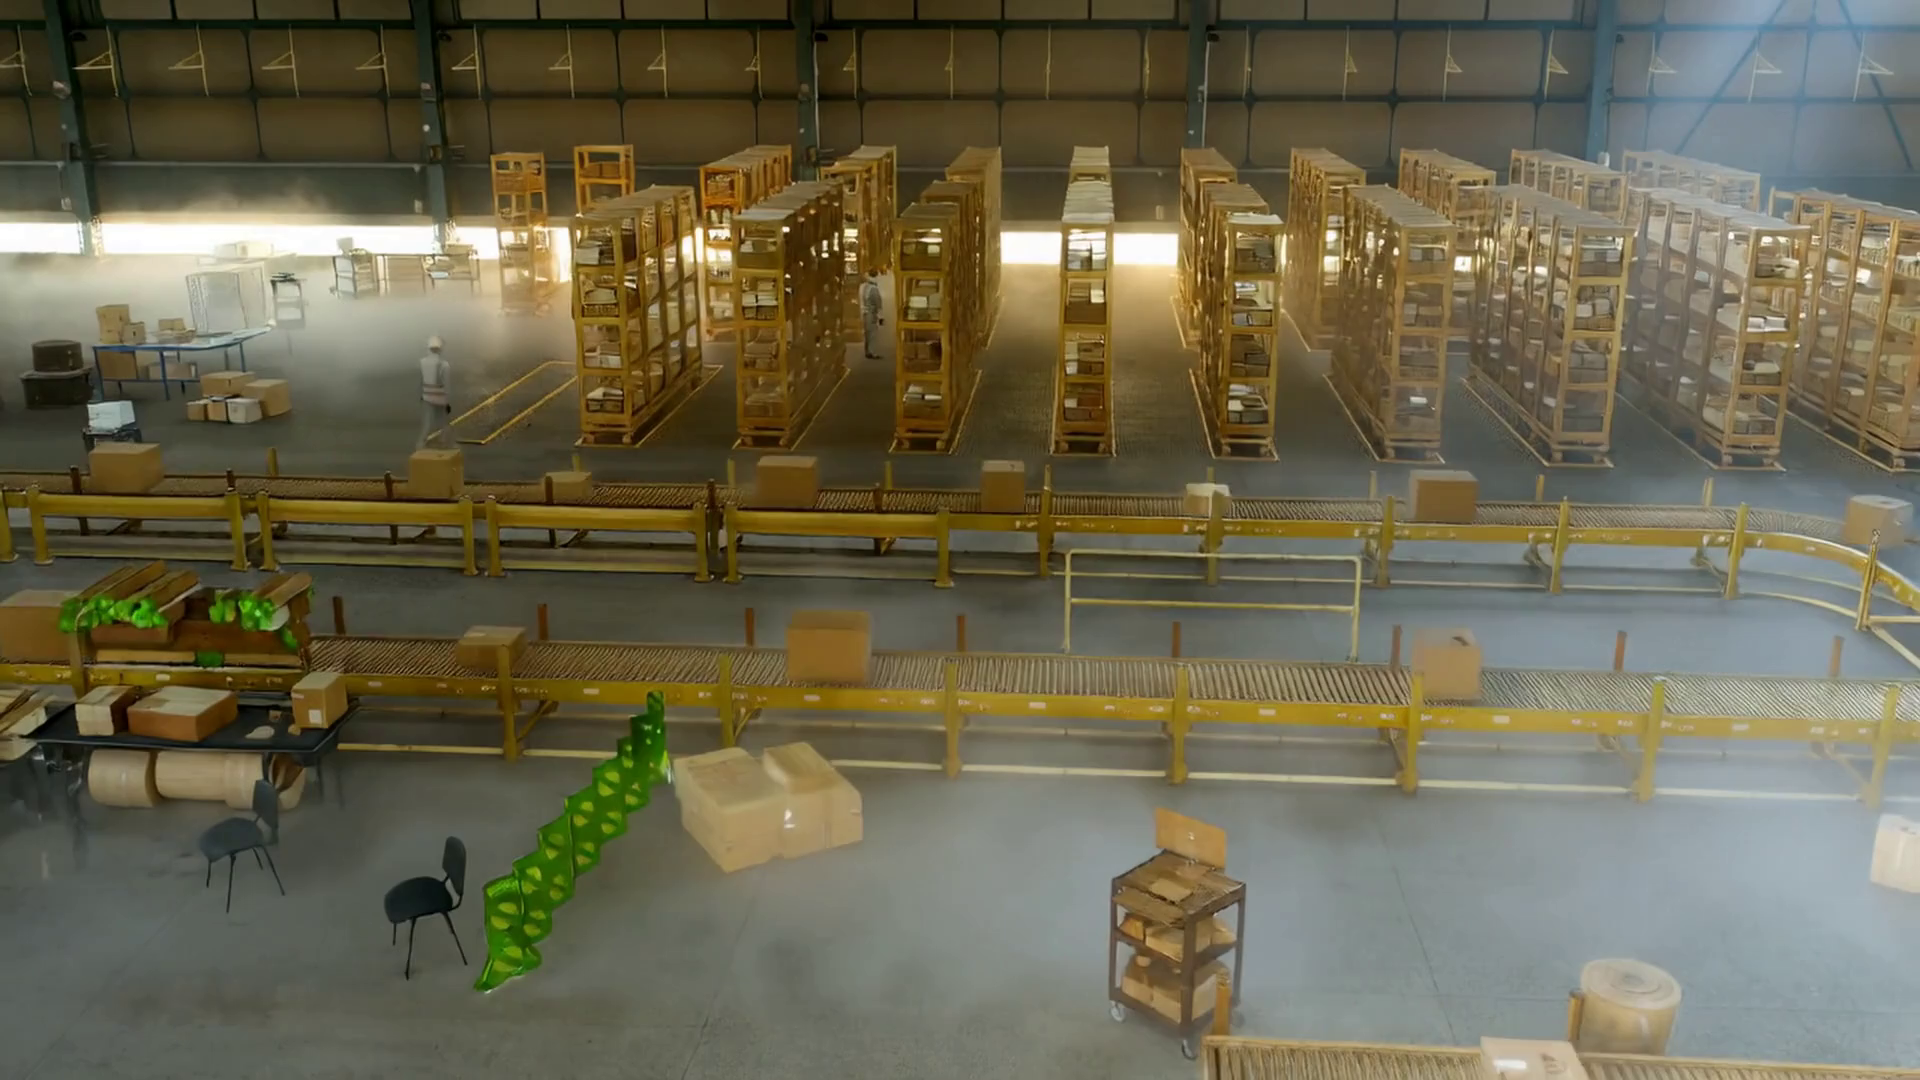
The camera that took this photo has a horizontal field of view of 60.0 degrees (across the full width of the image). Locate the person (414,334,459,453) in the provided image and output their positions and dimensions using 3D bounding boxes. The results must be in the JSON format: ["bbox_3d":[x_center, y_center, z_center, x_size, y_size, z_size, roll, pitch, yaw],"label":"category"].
[{"bbox_3d":[-8.011,-2.151,25.264,0.603,1.921,0.836,6,18,18],"label":"person"}]

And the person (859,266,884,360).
[{"bbox_3d":[-1.740,-4.462,32.720,0.404,1.831,0.601,-11,21,-31],"label":"person"}]
